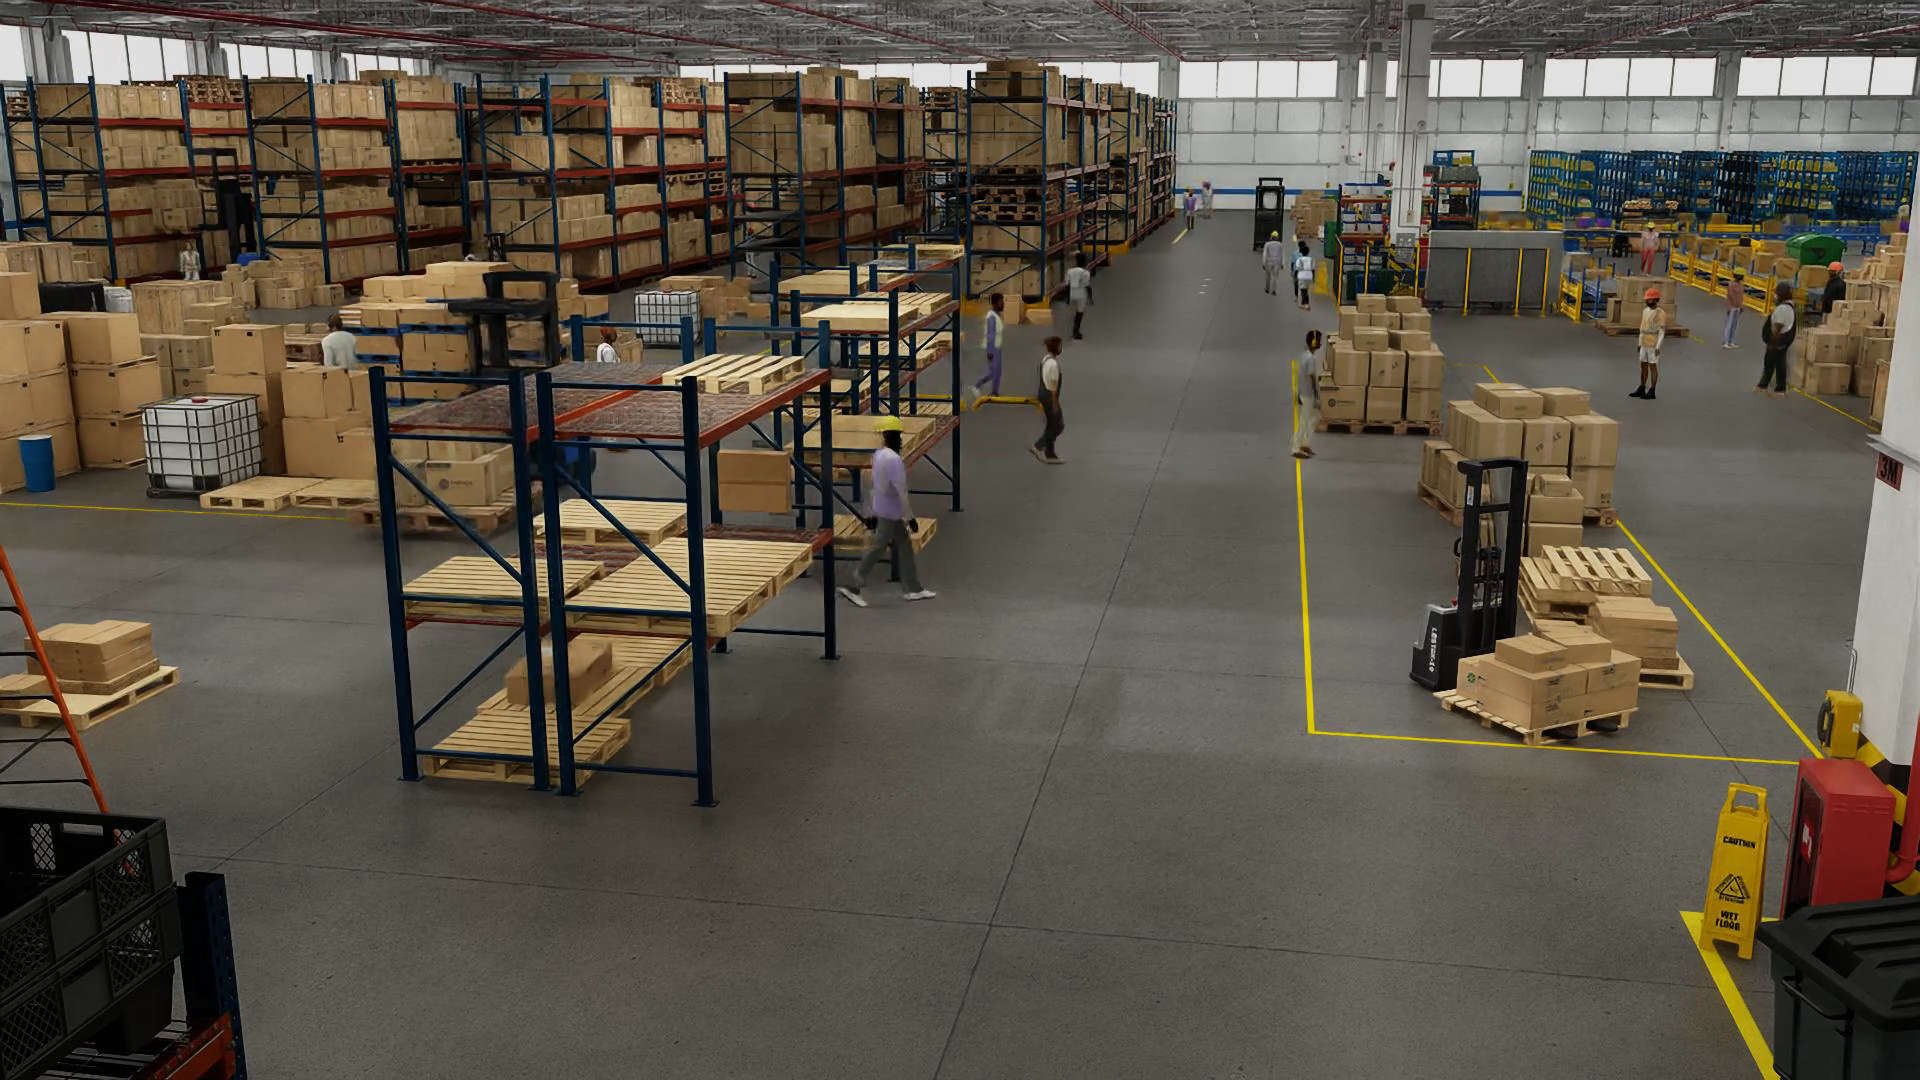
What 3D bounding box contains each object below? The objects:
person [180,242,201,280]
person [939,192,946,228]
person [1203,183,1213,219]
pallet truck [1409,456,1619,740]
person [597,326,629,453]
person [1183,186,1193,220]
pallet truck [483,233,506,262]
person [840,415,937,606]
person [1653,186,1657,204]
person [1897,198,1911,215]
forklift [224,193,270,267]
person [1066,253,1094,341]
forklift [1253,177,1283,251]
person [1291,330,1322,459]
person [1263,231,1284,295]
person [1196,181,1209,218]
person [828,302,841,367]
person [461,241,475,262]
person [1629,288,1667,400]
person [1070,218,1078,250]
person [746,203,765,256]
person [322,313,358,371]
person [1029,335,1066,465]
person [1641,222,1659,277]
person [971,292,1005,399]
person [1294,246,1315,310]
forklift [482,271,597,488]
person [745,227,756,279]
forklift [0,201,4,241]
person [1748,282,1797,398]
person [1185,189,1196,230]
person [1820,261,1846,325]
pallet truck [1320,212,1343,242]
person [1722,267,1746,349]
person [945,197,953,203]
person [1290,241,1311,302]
[{"bbox_3d":[-21.231,-7.409,45.901,0.526,1.616,0.707,-9,16,-32],"label":"person"},{"bbox_3d":[-0.761,-14.687,74.766,0.346,1.942,0.546,-3,14,-12],"label":"person"},{"bbox_3d":[13.132,-17.911,87.897,0.640,1.914,0.795,-6,15,-22],"label":"person"},{"bbox_3d":[4.504,0.400,13.395,0.823,1.965,1.885,-6,15,-23],"label":"pallet truck"},{"bbox_3d":[-5.087,-2.207,24.222,0.355,1.882,0.576,-6,15,-24],"label":"person"},{"bbox_3d":[11.993,-17.765,87.625,0.533,1.767,0.327,3,14,12],"label":"person"},{"bbox_3d":[-11.832,-7.026,43.548,1.885,1.965,0.823,8,16,28],"label":"pallet truck"},{"bbox_3d":[-0.737,-0.284,16.433,0.976,1.873,0.673,-3,14,-13],"label":"person"},{"bbox_3d":[37.243,-18.226,89.368,0.435,1.833,0.567,3,14,13],"label":"person"},{"bbox_3d":[39.932,-13.572,70.473,0.592,1.828,0.404,-6,15,-23],"label":"person"},{"bbox_3d":[-20.989,-8.741,48.692,1.873,2.768,1.129,3,14,10],"label":"forklift"},{"bbox_3d":[2.733,-5.451,37.251,0.664,1.939,0.618,-13,19,-43],"label":"person"},{"bbox_3d":[12.083,-12.747,64.956,1.129,2.768,1.873,3,14,10],"label":"forklift"},{"bbox_3d":[4.997,-2.053,23.672,0.559,1.850,0.525,1,14,5],"label":"person"},{"bbox_3d":[8.974,-7.934,47.662,0.616,1.782,0.921,1,14,4],"label":"person"},{"bbox_3d":[13.226,-18.396,89.859,0.657,1.922,1.076,-8,16,-29],"label":"person"},{"bbox_3d":[-2.389,-4.341,32.951,0.682,1.844,0.574,-1,14,-5],"label":"person"},{"bbox_3d":[-12.291,-6.577,41.943,0.667,1.901,0.598,-6,15,-25],"label":"person"},{"bbox_3d":[12.037,-3.425,29.047,0.370,1.939,0.543,-4,14,-15],"label":"person"},{"bbox_3d":[4.008,-10.783,59.640,0.845,1.593,0.498,1,14,2],"label":"person"},{"bbox_3d":[-7.898,-11.576,62.119,1.128,1.963,0.688,-1,14,-5],"label":"person"},{"bbox_3d":[-9.318,-2.444,25.063,0.352,1.937,0.635,7,15,25],"label":"person"},{"bbox_3d":[1.248,-1.934,23.211,0.464,1.831,0.547,-3,14,-11],"label":"person"},{"bbox_3d":[22.166,-9.337,53.449,0.540,1.752,0.492,4,14,14],"label":"person"},{"bbox_3d":[0.539,-3.312,28.659,0.520,1.907,0.591,2,14,8],"label":"person"},{"bbox_3d":[9.048,-6.840,43.463,0.534,1.663,0.729,-5,15,-20],"label":"person"},{"bbox_3d":[-5.654,-2.111,21.774,1.129,2.768,1.873,3,14,10],"label":"forklift"},{"bbox_3d":[-6.648,-9.096,52.698,0.509,1.632,0.265,13,19,43],"label":"person"},{"bbox_3d":[-25.127,-7.435,43.389,1.873,2.768,1.129,-5,15,-19],"label":"forklift"},{"bbox_3d":[14.312,-3.551,29.347,0.804,2.000,0.704,11,17,37],"label":"person"},{"bbox_3d":[10.921,-15.660,78.759,0.556,1.920,0.735,2,14,8],"label":"person"},{"bbox_3d":[17.906,-4.720,34.185,0.372,1.997,0.611,-1,14,-3],"label":"person"},{"bbox_3d":[15.874,-13.227,70.310,0.680,1.201,1.601,10,17,35],"label":"pallet truck"},{"bbox_3d":[16.690,-5.003,35.829,0.527,1.760,0.332,-10,17,-34],"label":"person"},{"bbox_3d":[-0.457,-15.001,76.048,0.365,1.939,0.636,-9,16,-31],"label":"person"},{"bbox_3d":[9.286,-7.308,45.383,0.551,1.661,0.842,2,14,10],"label":"person"}]
